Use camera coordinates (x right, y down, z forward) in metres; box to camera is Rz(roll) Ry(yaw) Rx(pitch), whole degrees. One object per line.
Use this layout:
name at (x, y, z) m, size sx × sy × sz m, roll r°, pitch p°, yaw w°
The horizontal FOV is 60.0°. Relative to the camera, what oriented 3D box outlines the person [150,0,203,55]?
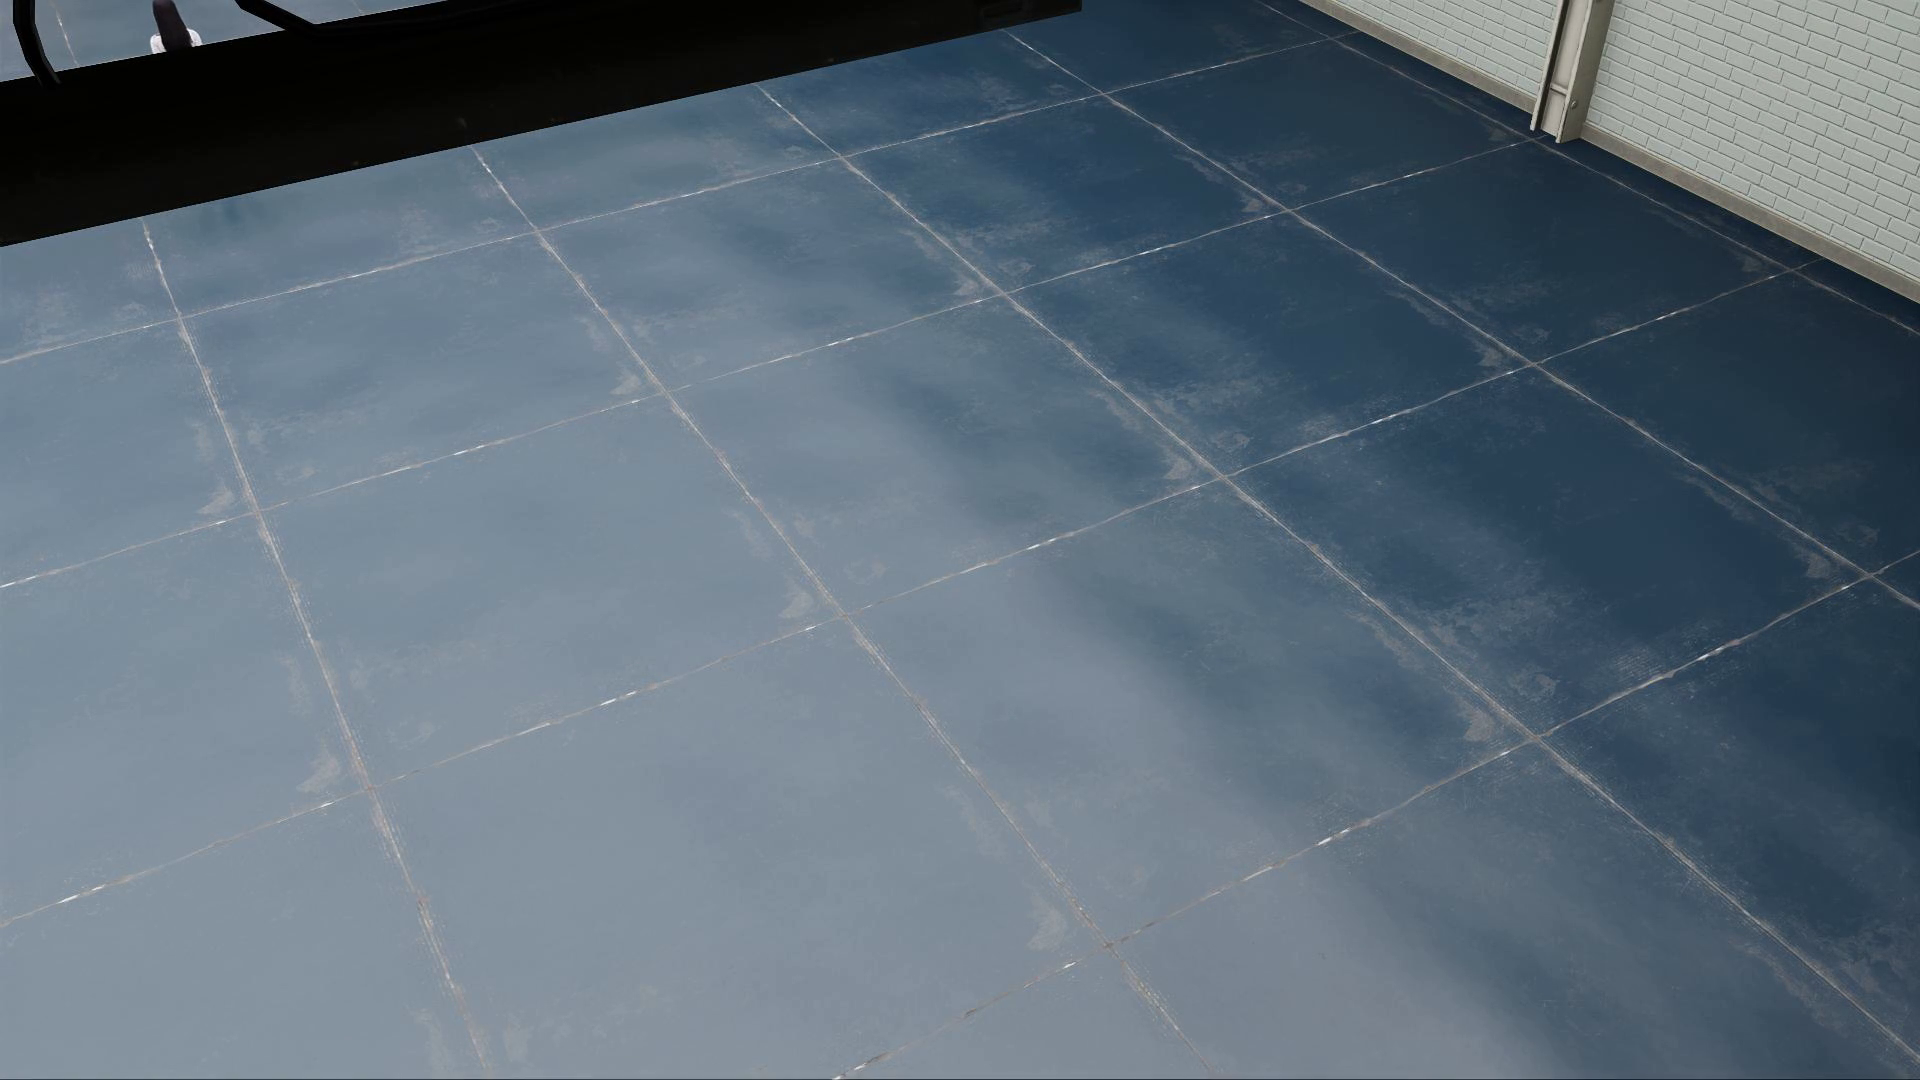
person at (-6.886, -3.997, 14.885) m, size 0.601 × 1.735 × 0.524 m, roll -19°, pitch 42°, yaw -22°
